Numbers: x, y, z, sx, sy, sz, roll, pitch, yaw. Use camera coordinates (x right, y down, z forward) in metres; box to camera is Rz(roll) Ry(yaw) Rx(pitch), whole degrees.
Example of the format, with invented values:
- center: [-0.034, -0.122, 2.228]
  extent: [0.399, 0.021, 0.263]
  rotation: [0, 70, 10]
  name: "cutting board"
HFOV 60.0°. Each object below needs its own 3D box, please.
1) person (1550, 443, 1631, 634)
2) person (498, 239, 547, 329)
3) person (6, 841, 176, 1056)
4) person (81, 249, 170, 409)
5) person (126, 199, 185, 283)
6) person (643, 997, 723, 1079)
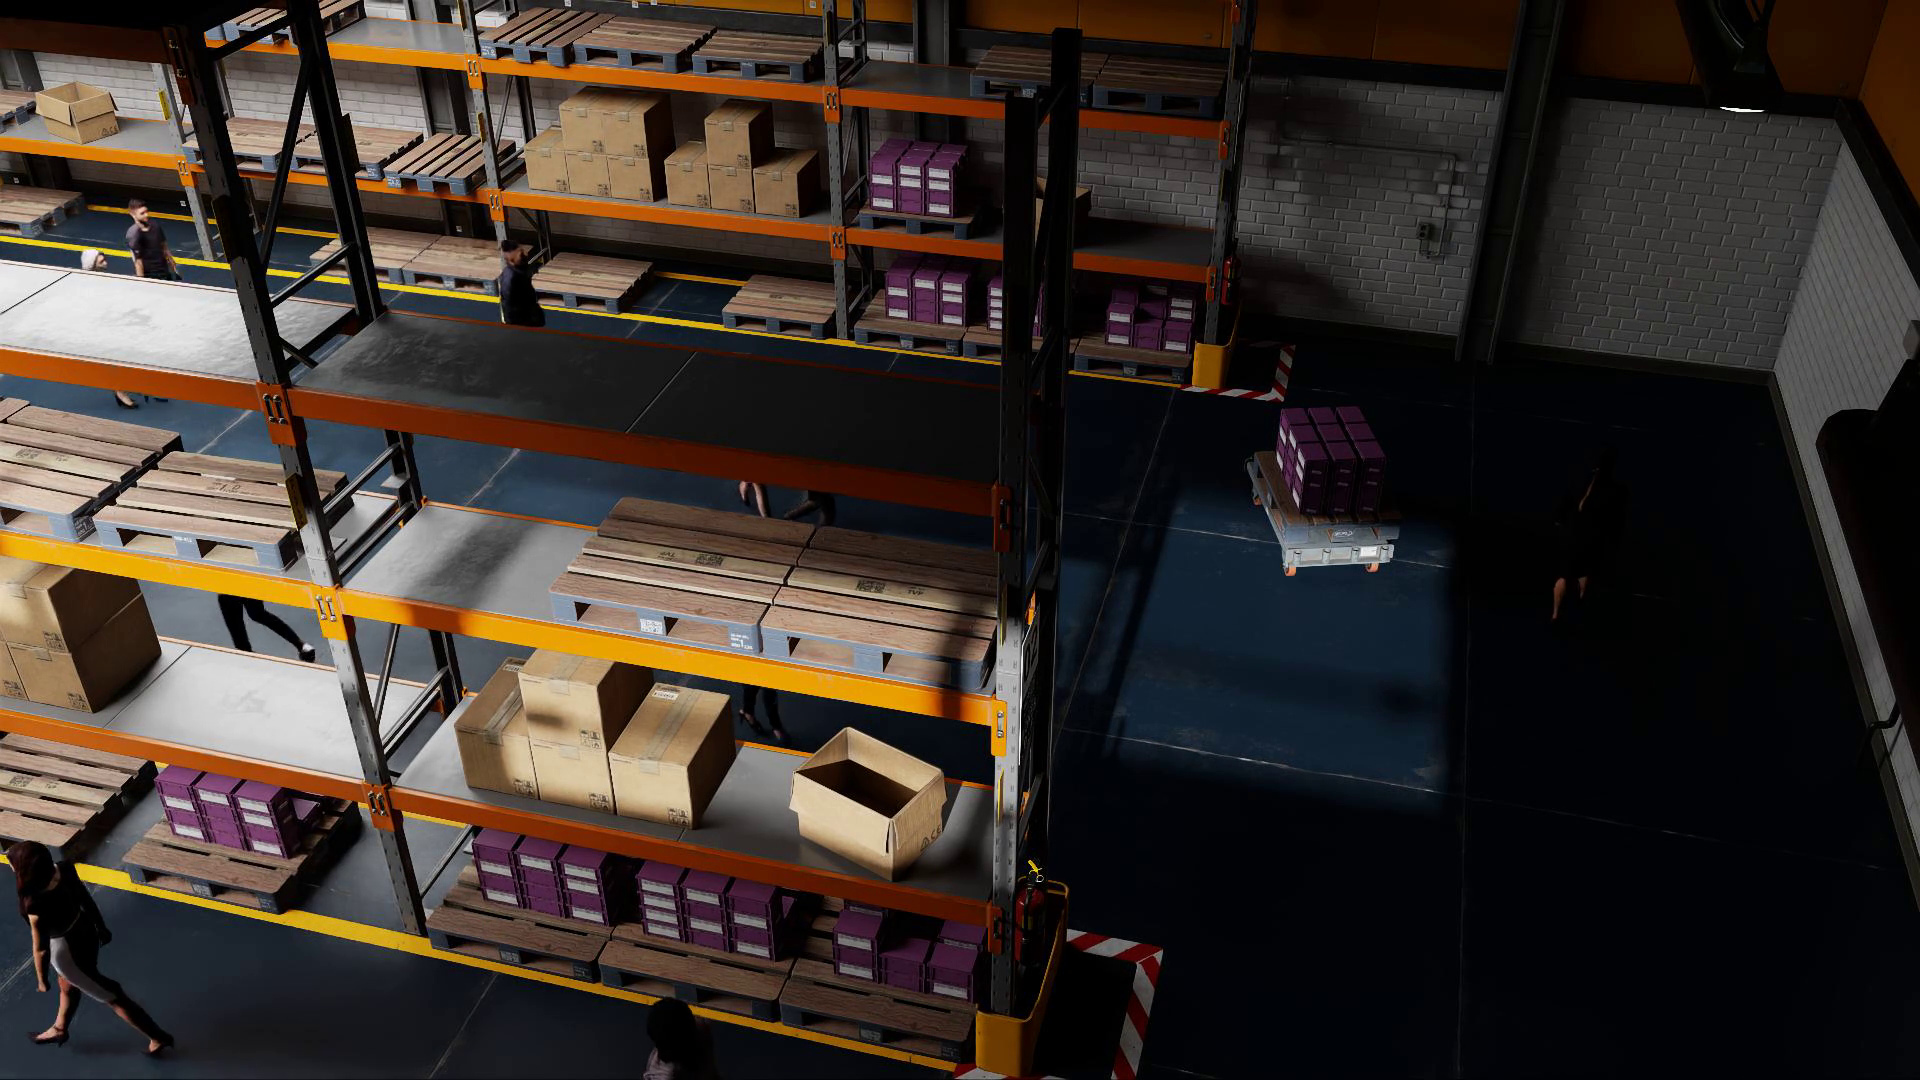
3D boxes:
- center: [4.997, 0.032, 13.382]
  extent: [0.950, 1.650, 0.943]
  rotation: [18, 38, 25]
  name: "person"
- center: [-4.415, -2.100, 16.430]
  extent: [1.231, 1.826, 1.055]
  rotation: [-5, 34, -7]
  name: "person"
- center: [-5.027, 2.428, 9.678]
  extent: [1.184, 1.760, 0.825]
  rotation: [-1, 34, -1]
  name: "person"
- center: [-8.448, -2.052, 16.444]
  extent: [0.821, 1.730, 0.720]
  rotation: [-1, 34, -1]
  name: "person"
- center: [-8.524, -2.758, 17.492]
  extent: [0.856, 1.747, 0.708]
  rotation: [5, 34, 7]
  name: "person"
- center: [-1.365, 3.056, 8.882]
  extent: [0.664, 1.596, 0.640]
  rotation: [6, 34, 9]
  name: "person"
